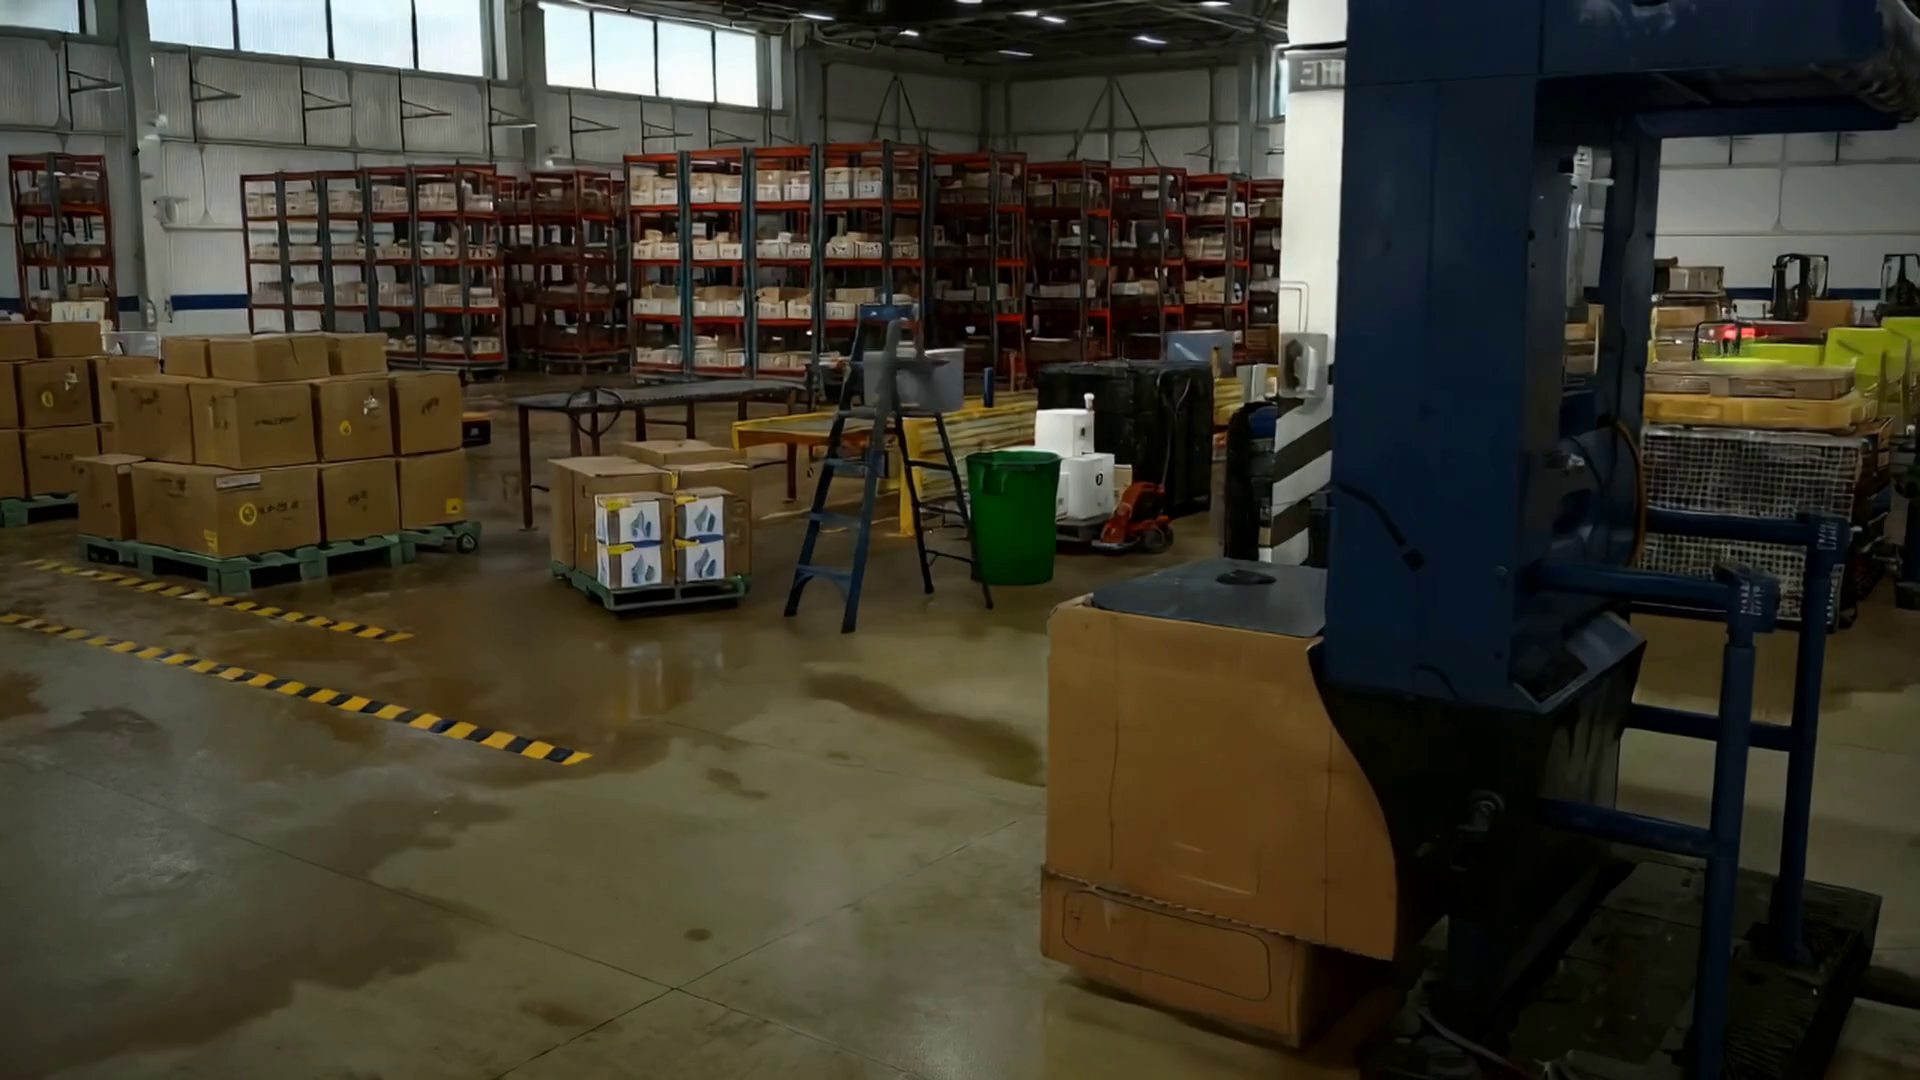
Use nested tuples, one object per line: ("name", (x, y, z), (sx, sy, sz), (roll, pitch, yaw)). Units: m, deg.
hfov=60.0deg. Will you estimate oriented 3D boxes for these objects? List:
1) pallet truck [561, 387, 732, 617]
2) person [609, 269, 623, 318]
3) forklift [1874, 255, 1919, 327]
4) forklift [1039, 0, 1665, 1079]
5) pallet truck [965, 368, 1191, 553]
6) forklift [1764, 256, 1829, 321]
("pallet truck", (-1.981, -0.274, 10.088), (0.680, 1.201, 1.601), (-5, 11, -28))
("person", (-8.341, -5.734, 40.821), (0.561, 1.833, 0.374), (-2, 10, -12))
("forklift", (22.089, -5.634, 38.796), (1.157, 1.987, 2.680), (6, 11, 33))
("forklift", (1.249, -0.137, 4.360), (1.873, 2.768, 1.129), (7, 12, 35))
("pallet truck", (0.845, -0.609, 11.869), (1.630, 1.274, 0.653), (7, 12, 35))
("forklift", (20.253, -5.854, 40.139), (1.157, 1.987, 2.680), (7, 12, 35))
